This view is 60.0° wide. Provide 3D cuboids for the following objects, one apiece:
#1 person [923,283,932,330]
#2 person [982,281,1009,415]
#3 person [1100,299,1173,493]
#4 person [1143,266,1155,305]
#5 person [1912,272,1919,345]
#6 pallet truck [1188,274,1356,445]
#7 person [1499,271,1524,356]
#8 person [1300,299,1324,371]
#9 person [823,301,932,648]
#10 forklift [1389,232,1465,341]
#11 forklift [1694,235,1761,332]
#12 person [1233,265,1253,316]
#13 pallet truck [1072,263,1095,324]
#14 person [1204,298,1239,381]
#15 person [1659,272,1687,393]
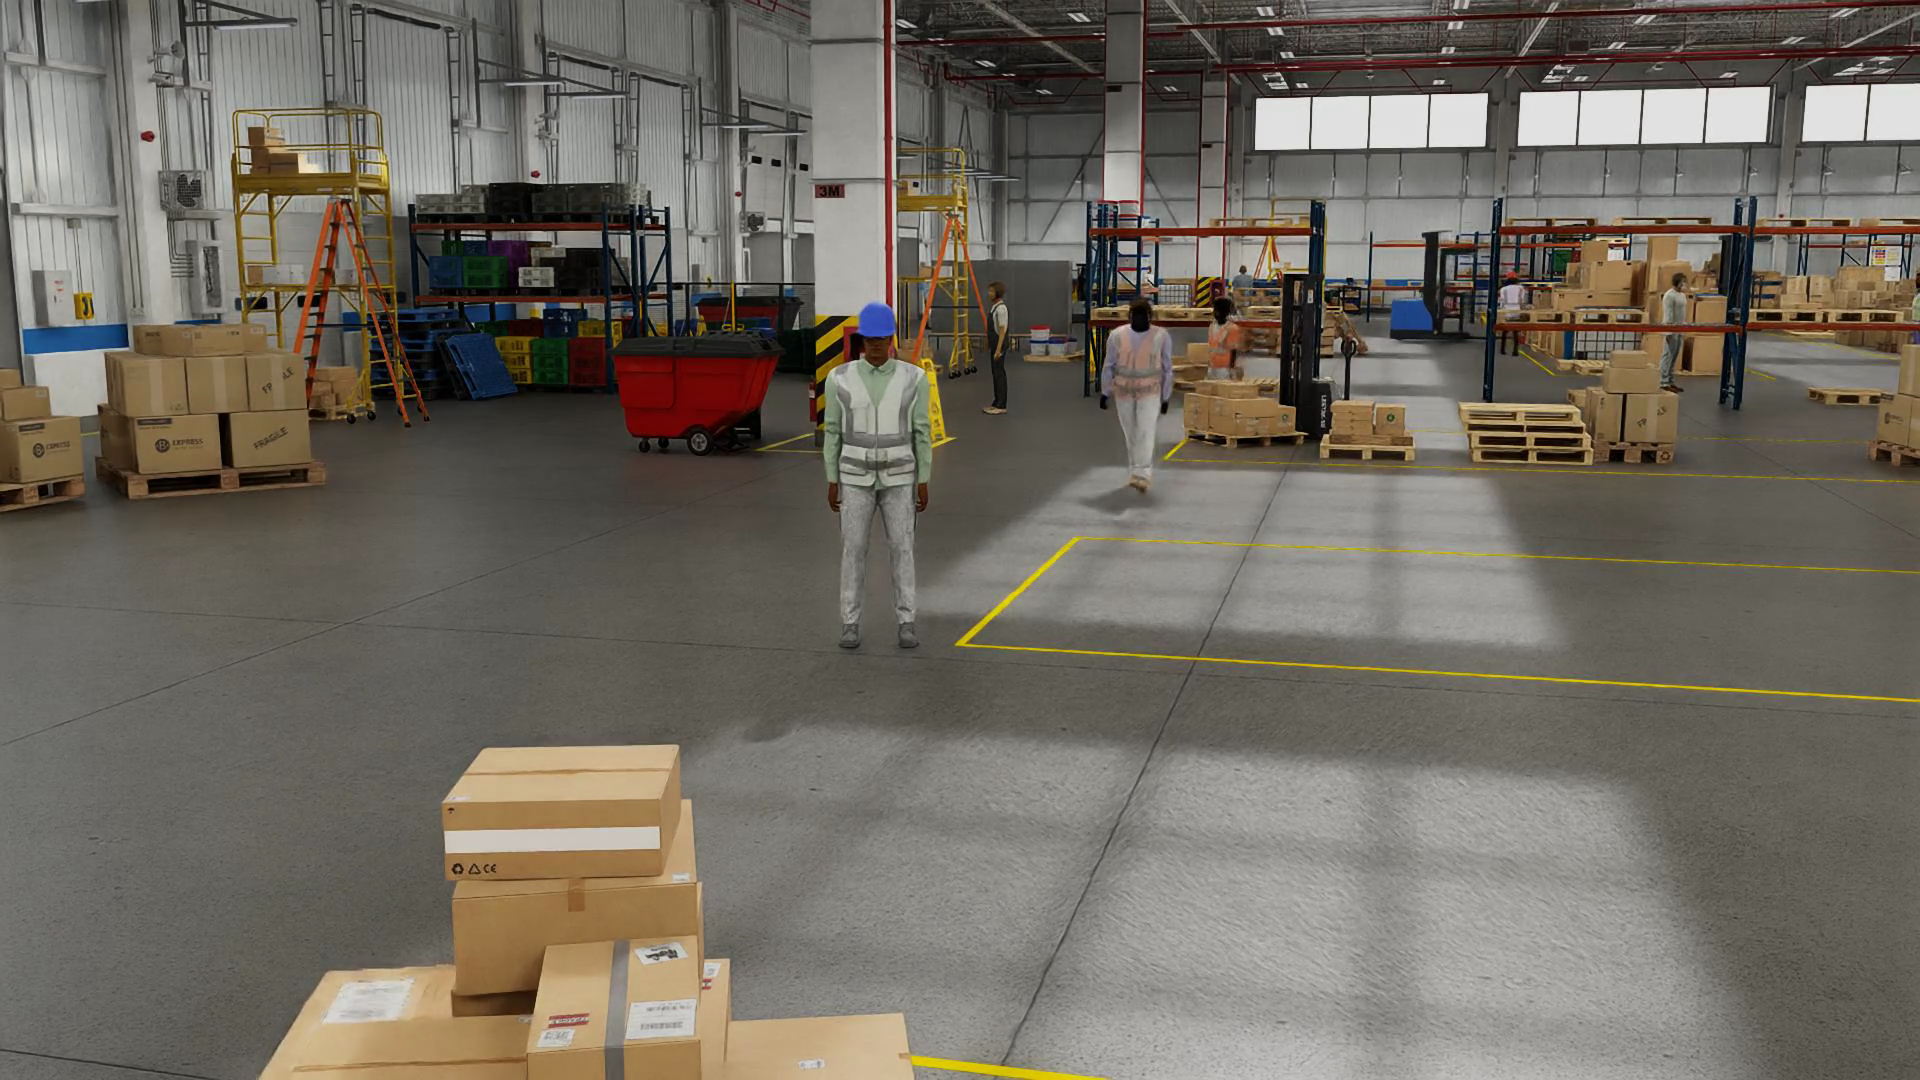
[{"bbox_3d":[-0.860,-7.333,50.390,0.543,1.929,0.387,-8,12,-38],"label":"person"},{"bbox_3d":[0.505,-2.657,23.092,0.344,1.847,0.506,-1,10,-8],"label":"person"},{"bbox_3d":[1.643,-1.349,15.566,0.638,1.787,0.979,3,10,18],"label":"person"},{"bbox_3d":[6.561,-8.579,57.850,0.573,1.883,0.354,-7,12,-37],"label":"person"},{"bbox_3d":[18.171,-4.113,31.450,0.380,1.918,0.596,3,10,16],"label":"person"},{"bbox_3d":[3.653,-2.138,19.590,1.885,1.965,0.823,-4,10,-20],"label":"pallet truck"},{"bbox_3d":[12.261,-5.032,36.976,0.546,1.896,0.993,1,10,8],"label":"person"},{"bbox_3d":[6.789,-4.120,32.026,0.485,1.737,0.320,-4,10,-20],"label":"person"},{"bbox_3d":[-0.456,-0.348,9.242,0.603,1.938,0.425,0,10,-1],"label":"person"},{"bbox_3d":[12.151,-6.571,43.094,1.873,2.768,1.129,2,10,14],"label":"forklift"},{"bbox_3d":[22.425,-7.519,48.677,1.873,2.768,1.129,2,10,14],"label":"forklift"},{"bbox_3d":[8.733,-7.513,51.409,0.628,1.940,0.373,0,10,-1],"label":"person"},{"bbox_3d":[4.325,-8.180,55.162,0.823,1.965,1.885,6,11,31],"label":"pallet truck"},{"bbox_3d":[3.222,-2.143,20.519,0.353,1.683,0.554,-5,11,-29],"label":"person"},{"bbox_3d":[11.532,-3.342,26.851,0.372,1.940,0.631,8,13,41],"label":"person"}]
